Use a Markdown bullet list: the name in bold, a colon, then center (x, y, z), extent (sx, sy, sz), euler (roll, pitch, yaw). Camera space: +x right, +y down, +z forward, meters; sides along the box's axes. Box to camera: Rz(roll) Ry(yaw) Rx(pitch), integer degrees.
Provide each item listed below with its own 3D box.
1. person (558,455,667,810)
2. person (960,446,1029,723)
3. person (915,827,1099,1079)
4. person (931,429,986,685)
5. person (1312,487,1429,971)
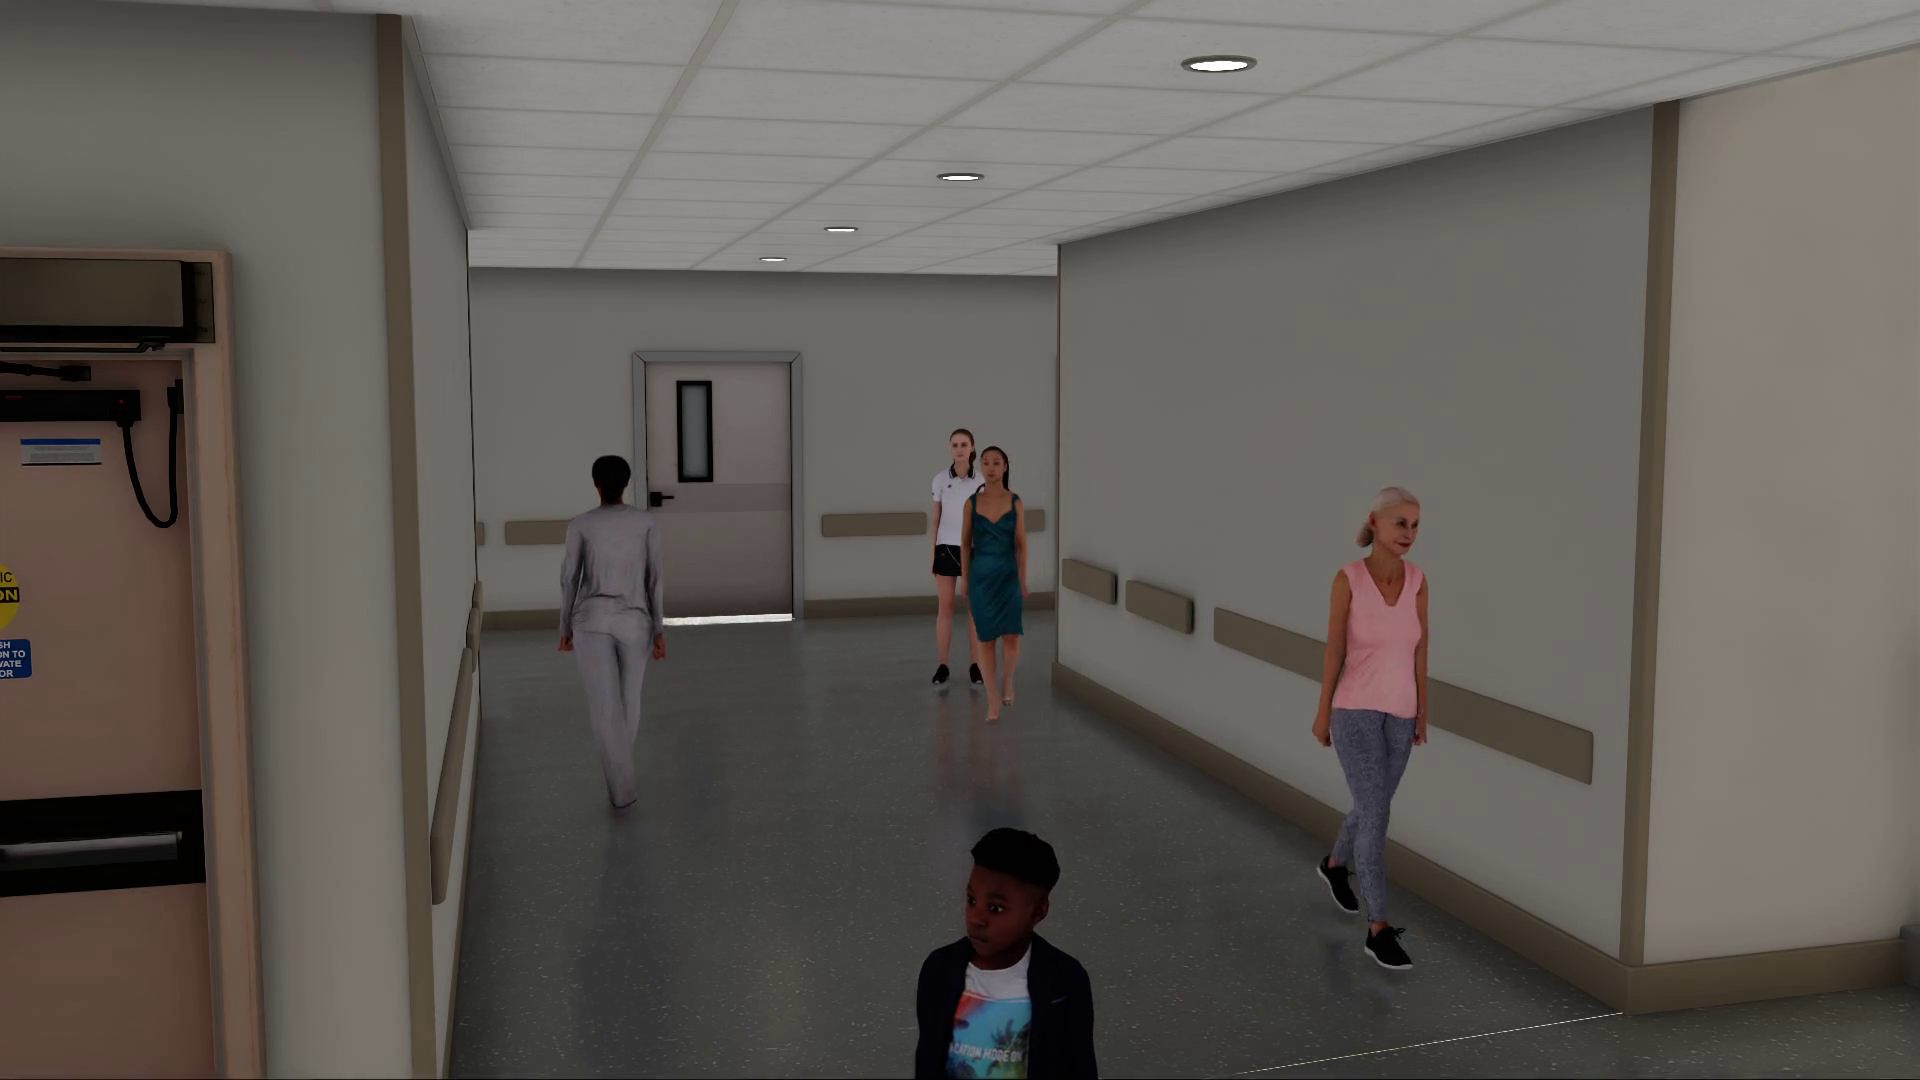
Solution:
- **person**: center (-1.685, 0.473, 8.131), extent (1.058, 1.688, 0.793), euler (-2, 6, -22)
- **person**: center (0.228, 0.270, 10.201), extent (0.689, 1.677, 0.749), euler (1, 6, 8)
- **person**: center (0.084, 1.174, 3.260), extent (0.578, 1.268, 0.662), euler (1, 6, 11)
- **person**: center (0.011, 0.113, 11.390), extent (0.545, 1.750, 0.677), euler (0, 6, -1)
- **person**: center (1.519, 0.663, 6.251), extent (1.040, 1.686, 0.607), euler (-2, 6, -15)
